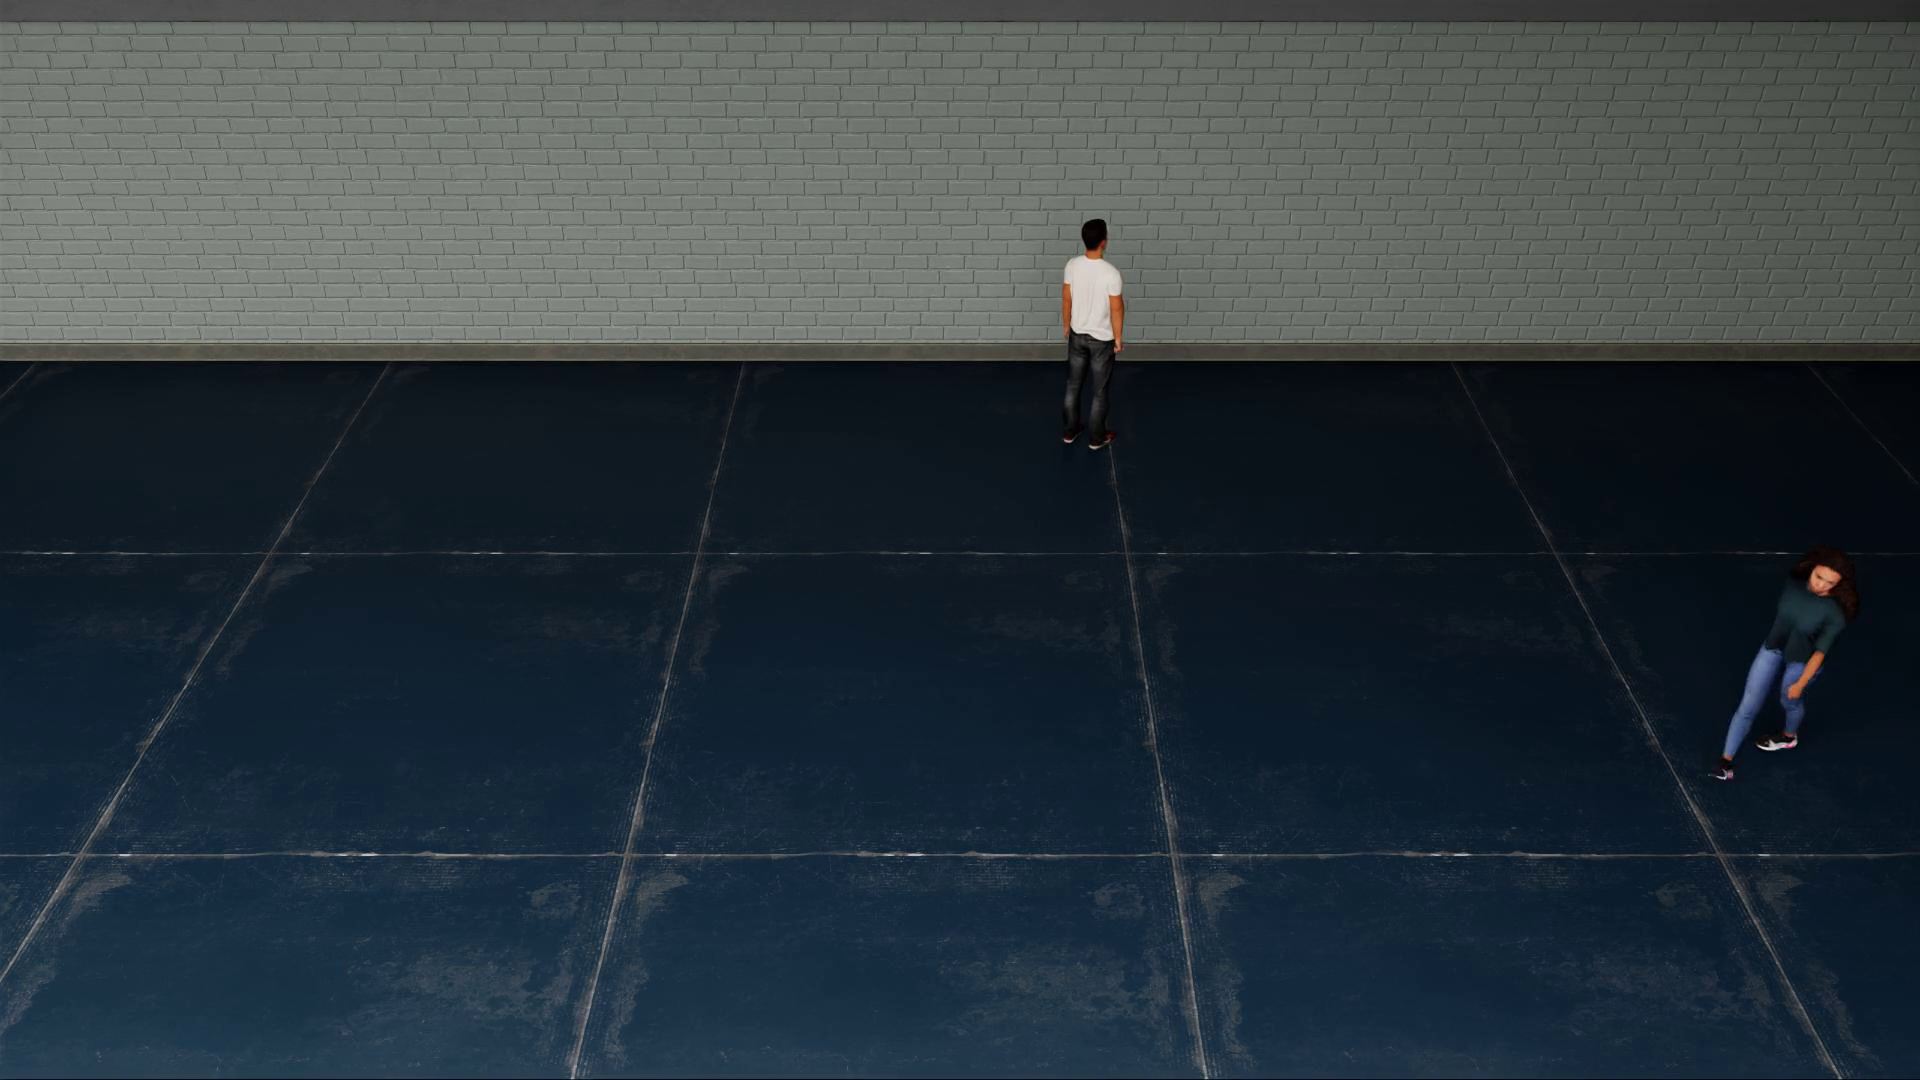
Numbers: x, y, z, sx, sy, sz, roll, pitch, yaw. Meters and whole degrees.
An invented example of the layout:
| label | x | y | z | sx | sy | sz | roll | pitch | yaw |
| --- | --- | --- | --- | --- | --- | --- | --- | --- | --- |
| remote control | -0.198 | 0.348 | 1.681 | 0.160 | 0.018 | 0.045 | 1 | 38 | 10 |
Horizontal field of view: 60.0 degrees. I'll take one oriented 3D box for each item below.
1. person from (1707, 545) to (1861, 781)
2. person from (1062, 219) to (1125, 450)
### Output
| label | x | y | z | sx | sy | sz | roll | pitch | yaw |
| --- | --- | --- | --- | --- | --- | --- | --- | --- | --- |
| person | 4.705 | 0.649 | 9.340 | 1.032 | 1.568 | 1.099 | -12 | 35 | -18 |
| person | 0.980 | -1.545 | 12.500 | 0.722 | 1.801 | 0.721 | 18 | 37 | 26 |
